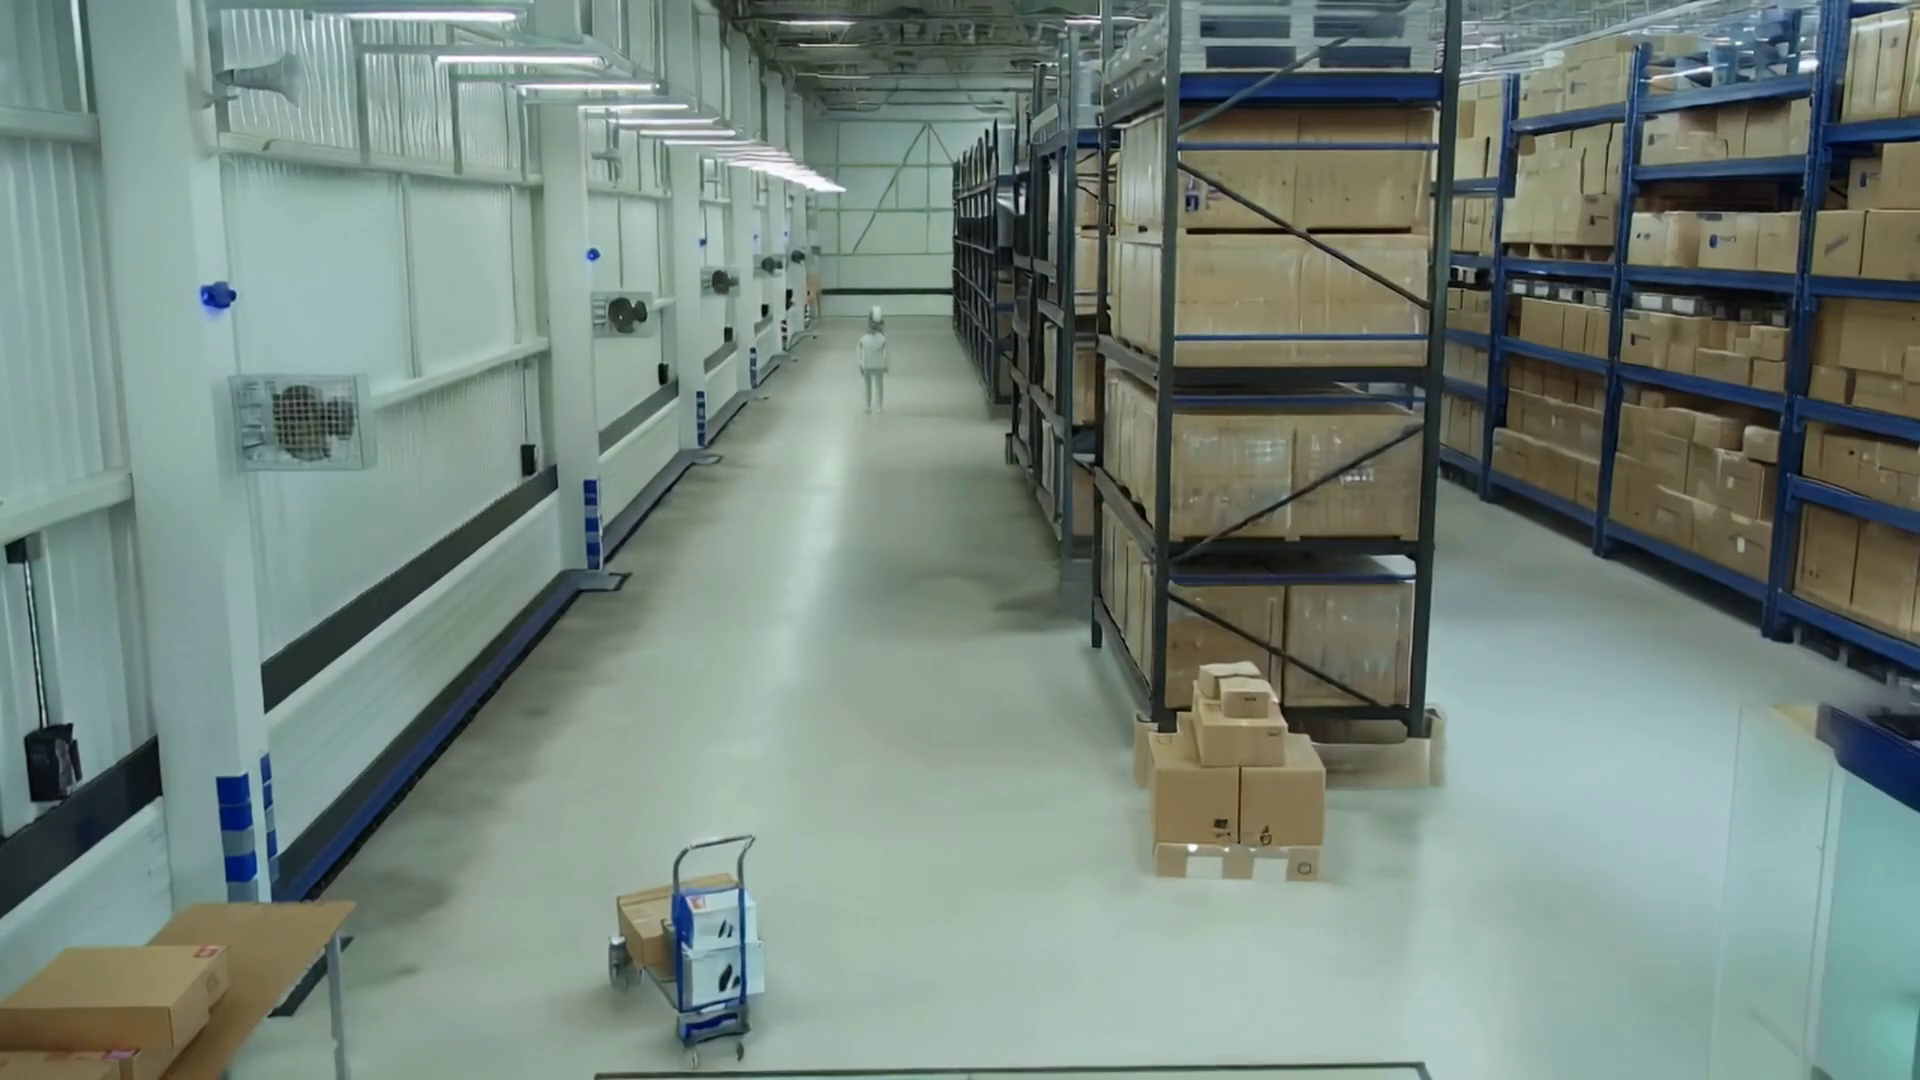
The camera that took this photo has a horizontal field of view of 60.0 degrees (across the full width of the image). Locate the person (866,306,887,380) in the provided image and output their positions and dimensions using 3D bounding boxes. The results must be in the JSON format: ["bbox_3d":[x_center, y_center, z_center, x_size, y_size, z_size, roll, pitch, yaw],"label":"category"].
[{"bbox_3d":[-2.141,-5.084,42.853,0.593,1.908,0.402,-6,12,-28],"label":"person"}]

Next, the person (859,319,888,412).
[{"bbox_3d":[-1.849,-3.725,35.571,0.617,1.988,0.402,0,11,2],"label":"person"}]
